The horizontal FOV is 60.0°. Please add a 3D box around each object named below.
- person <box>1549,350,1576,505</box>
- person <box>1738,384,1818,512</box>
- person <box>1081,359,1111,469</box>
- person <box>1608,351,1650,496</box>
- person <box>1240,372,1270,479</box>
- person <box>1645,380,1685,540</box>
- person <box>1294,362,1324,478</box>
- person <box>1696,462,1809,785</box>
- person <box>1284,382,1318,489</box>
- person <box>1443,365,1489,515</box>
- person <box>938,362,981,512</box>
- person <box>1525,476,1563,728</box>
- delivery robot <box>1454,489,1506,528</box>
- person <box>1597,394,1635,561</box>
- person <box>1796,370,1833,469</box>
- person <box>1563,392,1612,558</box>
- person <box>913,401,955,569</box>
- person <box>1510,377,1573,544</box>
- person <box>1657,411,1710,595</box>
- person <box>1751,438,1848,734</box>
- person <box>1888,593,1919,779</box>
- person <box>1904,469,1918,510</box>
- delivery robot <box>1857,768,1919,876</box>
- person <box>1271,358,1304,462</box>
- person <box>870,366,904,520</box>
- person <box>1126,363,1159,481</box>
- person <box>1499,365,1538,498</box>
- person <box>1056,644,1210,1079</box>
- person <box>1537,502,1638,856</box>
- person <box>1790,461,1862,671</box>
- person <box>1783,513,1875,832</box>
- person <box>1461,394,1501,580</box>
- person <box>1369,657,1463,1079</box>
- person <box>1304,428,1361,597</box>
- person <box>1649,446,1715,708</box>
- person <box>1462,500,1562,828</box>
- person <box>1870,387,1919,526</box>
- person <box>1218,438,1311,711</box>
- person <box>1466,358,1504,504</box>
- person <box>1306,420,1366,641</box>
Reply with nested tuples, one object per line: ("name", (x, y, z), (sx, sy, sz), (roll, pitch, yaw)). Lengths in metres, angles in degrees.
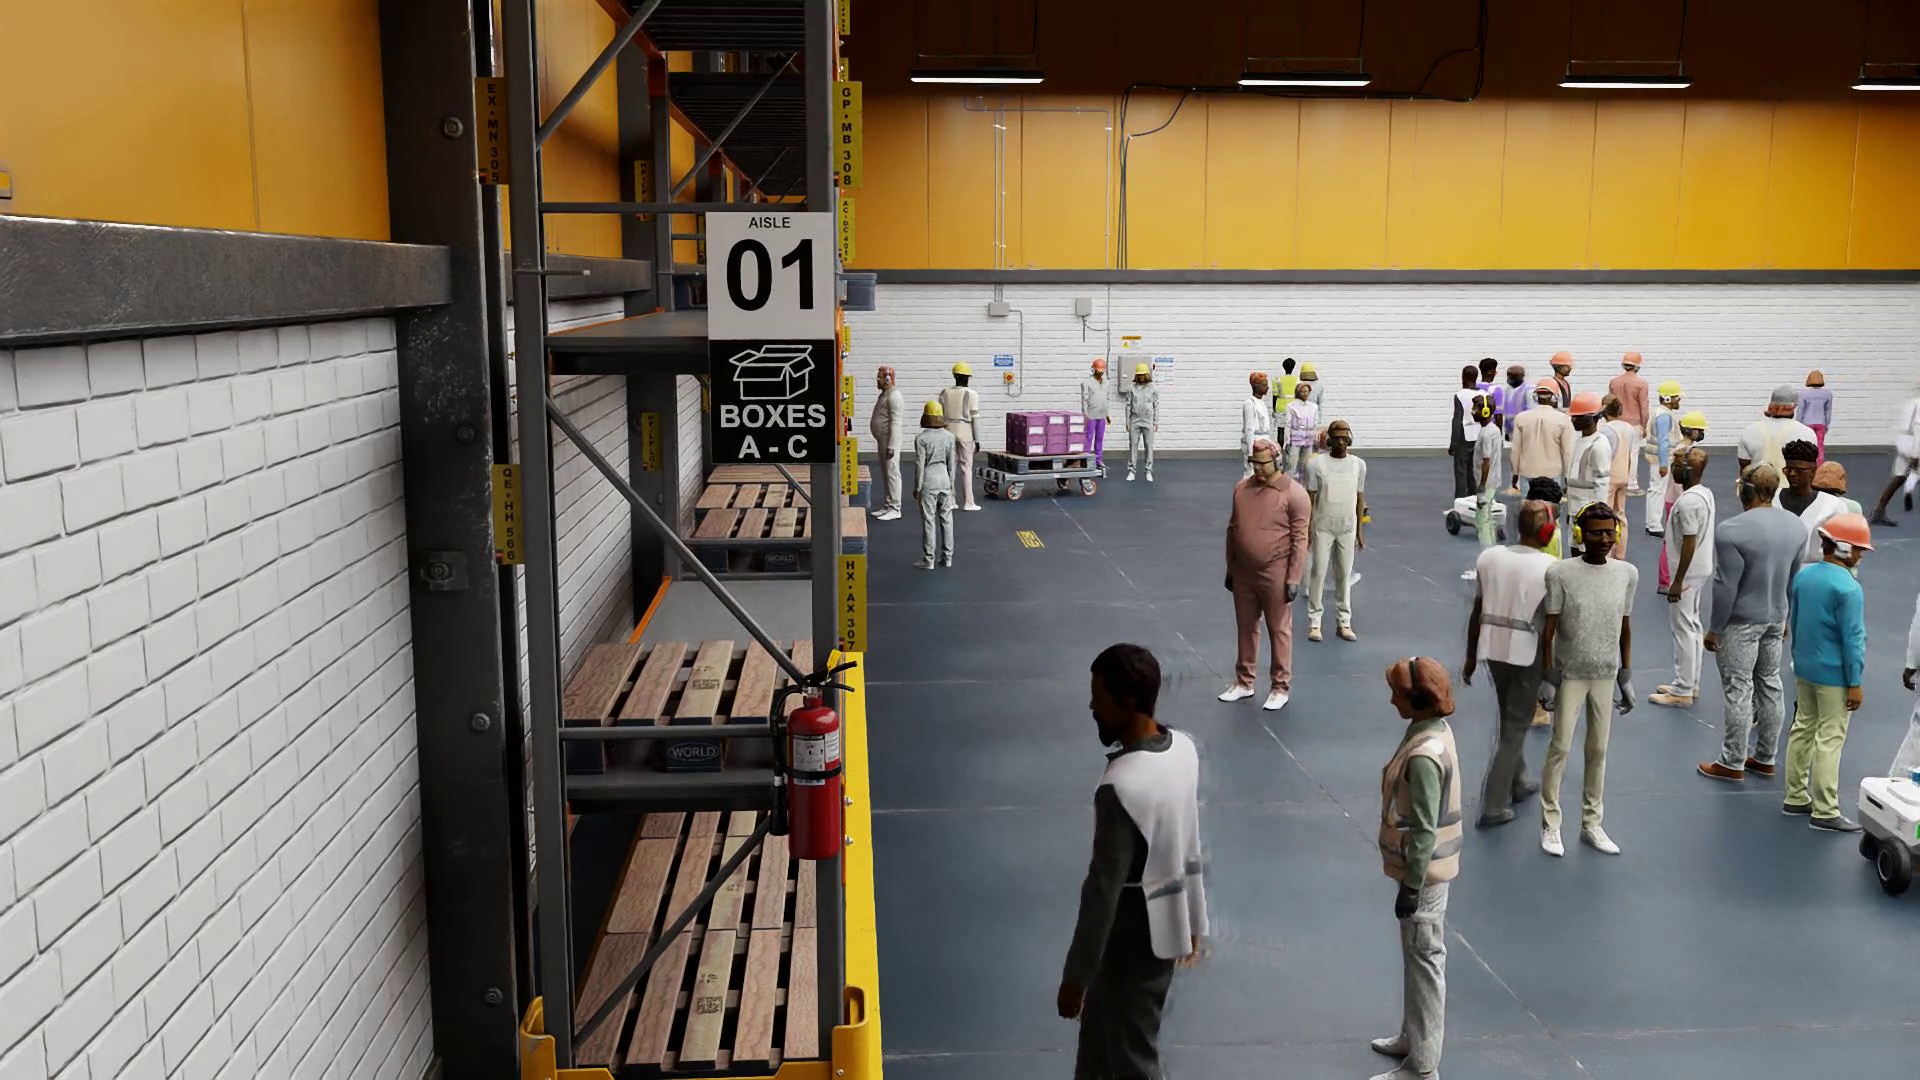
("person", (7.902, -1.477, 21.978), (0.366, 2.047, 0.608), (8, 12, 41))
("person", (7.590, -0.428, 15.407), (0.684, 2.000, 0.538), (9, 12, 43))
("person", (2.137, -1.954, 25.912), (0.562, 1.742, 0.337), (-7, 11, -37))
("person", (9.223, -1.606, 22.946), (0.381, 1.994, 0.615), (-6, 11, -35))
("person", (3.536, -1.061, 19.873), (0.355, 1.883, 0.573), (4, 10, 23))
("person", (8.121, -0.929, 19.196), (0.404, 1.834, 0.591), (3, 10, 18))
("person", (5.200, -1.786, 24.873), (0.483, 1.741, 0.305), (-4, 10, -24))
("person", (4.720, 0.494, 9.934), (0.631, 1.940, 0.372), (-3, 10, -21))
("person", (4.477, -1.256, 21.857), (0.514, 1.641, 0.308), (-4, 10, -23))
("person", (6.420, -1.245, 20.967), (0.602, 1.906, 0.413), (-6, 11, -32))
("person", (0.002, -1.325, 21.415), (0.585, 1.920, 0.382), (5, 10, 29))
("person", (3.895, 0.414, 11.192), (0.319, 1.697, 0.532), (3, 9, 18))
("delivery robot", (6.014, -0.346, 19.230), (0.477, 0.478, 0.707), (-2, 10, -10))
("person", (6.570, -0.555, 16.826), (0.505, 1.841, 0.347), (-5, 10, -28))
("person", (12.586, -1.682, 24.547), (0.500, 1.635, 0.287), (1, 9, 5))
("person", (5.354, -0.253, 14.320), (0.377, 2.036, 0.615), (0, 9, 1))
("person", (-0.279, -0.574, 17.253), (0.491, 1.744, 0.295), (-7, 11, -35))
("person", (6.017, -0.686, 17.192), (0.623, 1.984, 0.405), (6, 11, 33))
("person", (6.882, -0.346, 15.785), (0.351, 1.759, 0.523), (6, 11, 33))
("person", (5.502, 0.308, 11.017), (0.603, 1.966, 0.368), (8, 12, 40))
("person", (5.428, 0.696, 8.973), (0.659, 1.851, 0.383), (5, 10, 27))
("person", (12.474, -1.237, 21.453), (0.537, 1.736, 0.771), (9, 12, 43))
("delivery robot", (4.815, 1.390, 8.346), (0.477, 0.478, 0.707), (1, 9, 6))
("person", (5.319, -2.104, 27.003), (0.537, 1.695, 0.321), (1, 9, 7))
("person", (-0.915, -1.204, 20.696), (0.407, 1.910, 0.638), (-2, 9, -13))
("person", (2.683, -1.733, 24.529), (0.492, 1.742, 0.317), (2, 9, 10))
("person", (7.610, -1.486, 22.818), (0.679, 1.807, 0.654), (-3, 9, -15))
("person", (0.431, 1.253, 5.309), (0.742, 1.889, 0.640), (4, 10, 24))
("person", (3.284, 0.724, 8.707), (0.510, 1.872, 0.328), (-1, 9, -4))
("person", (6.564, 0.213, 12.655), (0.500, 1.633, 0.279), (7, 11, 36))
("person", (4.791, 0.717, 9.142), (0.337, 1.741, 0.563), (-1, 9, -4))
("person", (5.214, -0.520, 16.560), (0.320, 1.860, 0.520), (4, 10, 25))
("person", (1.714, 1.235, 6.219), (0.308, 1.640, 0.517), (3, 9, 16))
("person", (3.527, -0.274, 15.793), (0.544, 1.591, 0.835), (8, 12, 41))
("person", (5.105, 0.257, 11.716), (0.331, 1.844, 0.520), (6, 11, 35))
("person", (3.181, 0.669, 9.253), (0.878, 1.803, 0.585), (-7, 11, -38))
("person", (11.475, -1.064, 19.963), (0.801, 1.898, 0.596), (2, 9, 12))
("person", (2.123, 0.234, 11.689), (0.643, 1.903, 0.411), (9, 12, 43))
("person", (6.870, -1.407, 21.782), (0.367, 1.966, 0.605), (-6, 11, -33))
("person", (3.114, -0.077, 13.812), (0.507, 1.846, 0.345), (-1, 9, -5))
